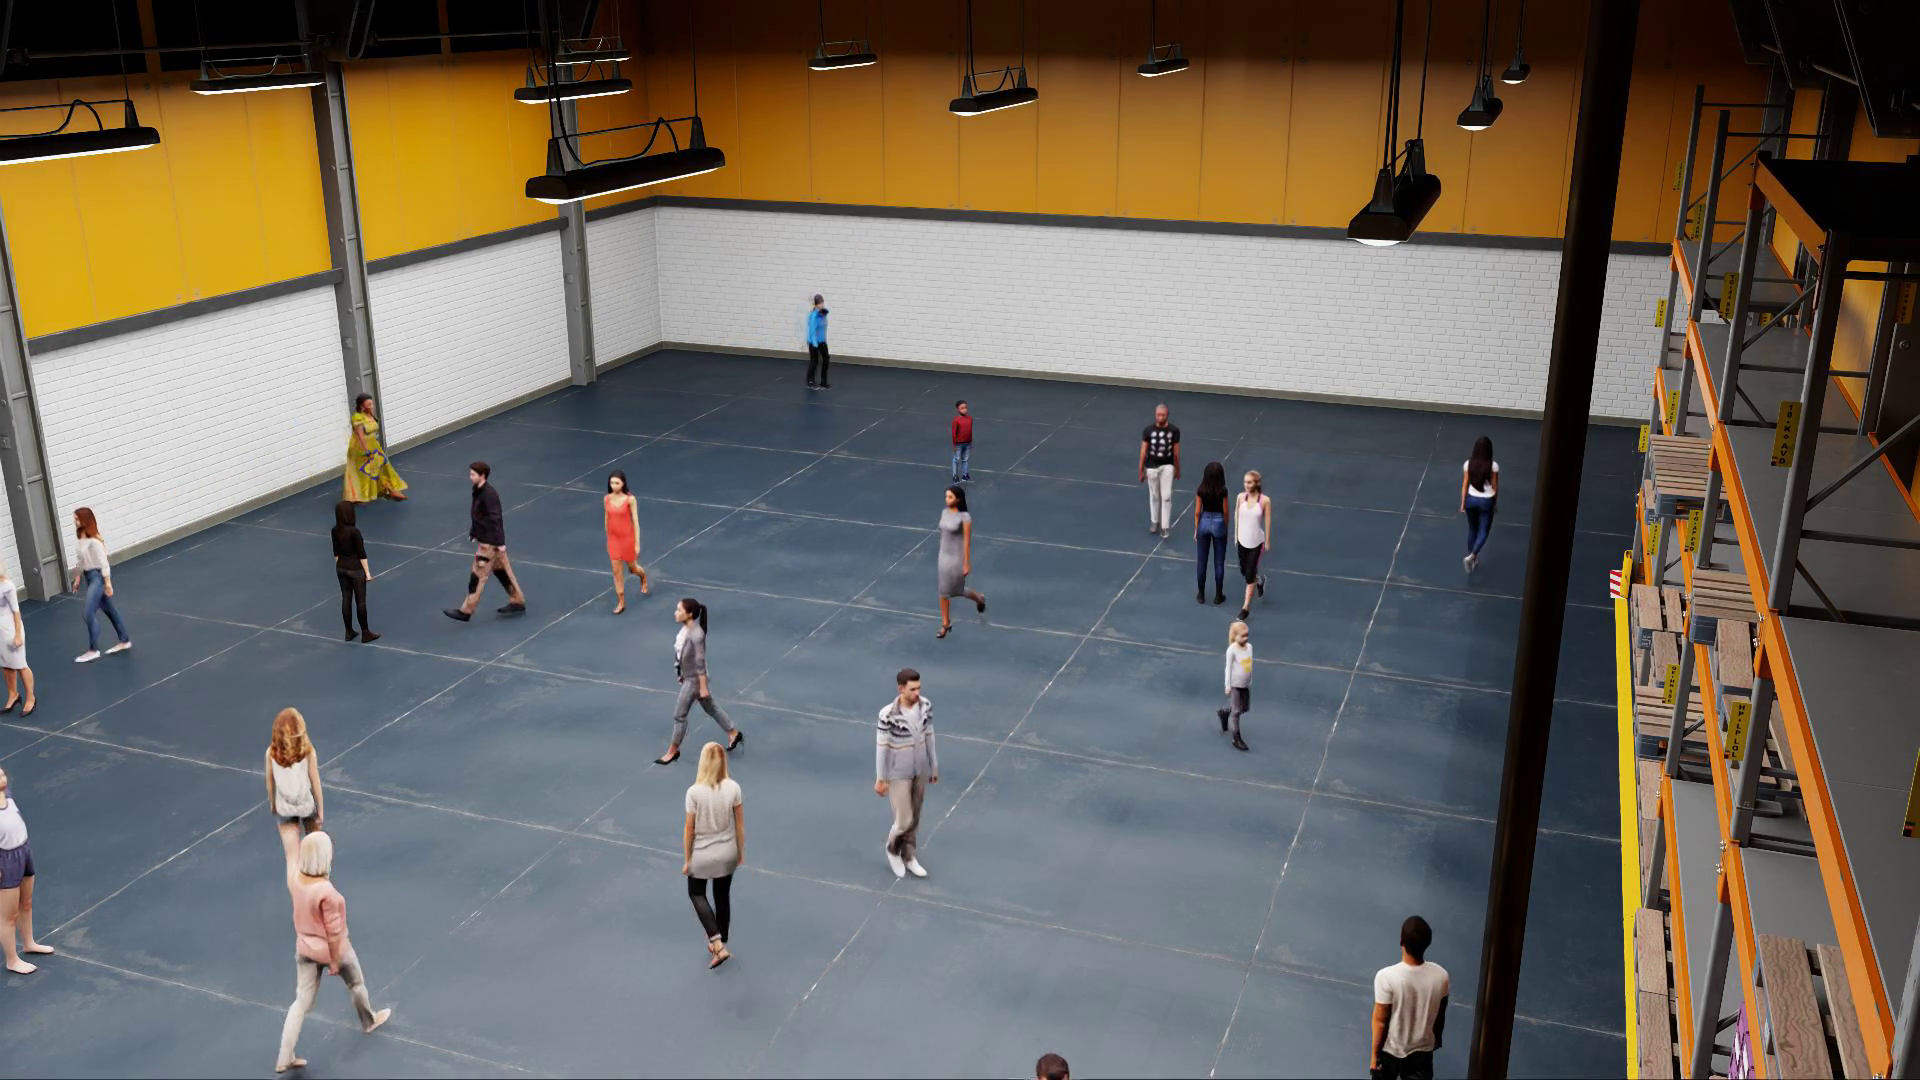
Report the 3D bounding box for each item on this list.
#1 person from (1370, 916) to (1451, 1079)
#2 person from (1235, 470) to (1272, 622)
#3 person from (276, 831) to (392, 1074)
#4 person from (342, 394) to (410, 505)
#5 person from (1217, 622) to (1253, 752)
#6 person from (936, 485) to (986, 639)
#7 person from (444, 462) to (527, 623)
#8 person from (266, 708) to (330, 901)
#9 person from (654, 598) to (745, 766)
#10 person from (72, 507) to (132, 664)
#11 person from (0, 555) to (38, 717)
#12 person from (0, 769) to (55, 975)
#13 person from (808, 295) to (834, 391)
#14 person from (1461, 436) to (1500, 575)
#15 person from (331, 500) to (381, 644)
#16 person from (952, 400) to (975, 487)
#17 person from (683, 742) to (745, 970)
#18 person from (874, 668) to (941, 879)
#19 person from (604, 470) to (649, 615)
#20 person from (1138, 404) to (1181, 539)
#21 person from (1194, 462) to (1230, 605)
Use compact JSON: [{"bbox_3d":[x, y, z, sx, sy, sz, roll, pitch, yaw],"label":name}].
[{"bbox_3d":[2.737,3.160,10.102,1.005,1.763,1.257,-2,19,-6],"label":"person"},{"bbox_3d":[3.433,0.028,19.394,0.773,1.768,1.092,12,22,32],"label":"person"},{"bbox_3d":[-4.394,2.812,11.259,0.702,1.683,1.178,9,21,26],"label":"person"},{"bbox_3d":[-8.446,-1.248,23.424,0.971,1.613,1.155,3,19,8],"label":"person"},{"bbox_3d":[2.665,1.382,16.156,0.767,1.267,0.793,-11,22,-30],"label":"person"},{"bbox_3d":[-0.003,0.230,18.801,0.806,1.762,1.052,16,24,39],"label":"person"},{"bbox_3d":[-5.359,0.021,19.246,1.288,1.875,1.191,-10,21,-27],"label":"person"},{"bbox_3d":[-5.213,2.200,13.025,0.984,1.717,1.202,-4,19,-10],"label":"person"},{"bbox_3d":[-2.412,1.337,15.712,1.112,1.637,1.118,-6,20,-17],"label":"person"},{"bbox_3d":[-9.379,0.442,18.258,0.948,1.708,0.808,-16,24,-39],"label":"person"},{"bbox_3d":[-9.604,0.924,16.762,0.560,1.750,0.507,7,20,21],"label":"person"},{"bbox_3d":[-7.128,2.432,12.444,0.721,1.647,0.586,0,19,1],"label":"person"},{"bbox_3d":[-2.604,-3.556,30.043,0.841,1.762,0.827,12,22,31],"label":"person"},{"bbox_3d":[6.442,-0.397,20.675,0.760,1.755,1.031,12,22,32],"label":"person"},{"bbox_3d":[-6.827,0.348,18.641,0.571,1.642,0.497,6,19,17],"label":"person"},{"bbox_3d":[0.025,-1.456,24.602,0.567,1.256,0.647,-13,22,-33],"label":"person"},{"bbox_3d":[-1.795,2.386,12.315,0.868,1.817,0.926,-9,21,-24],"label":"person"},{"bbox_3d":[-0.495,1.888,13.745,0.747,1.847,0.870,-15,24,-38],"label":"person"},{"bbox_3d":[-3.945,-0.012,19.615,0.656,1.701,1.002,5,19,13],"label":"person"},{"bbox_3d":[2.689,-0.963,22.310,0.814,1.784,1.003,3,19,8],"label":"person"},{"bbox_3d":[2.995,-0.090,19.789,0.582,1.739,0.552,5,19,14],"label":"person"}]
